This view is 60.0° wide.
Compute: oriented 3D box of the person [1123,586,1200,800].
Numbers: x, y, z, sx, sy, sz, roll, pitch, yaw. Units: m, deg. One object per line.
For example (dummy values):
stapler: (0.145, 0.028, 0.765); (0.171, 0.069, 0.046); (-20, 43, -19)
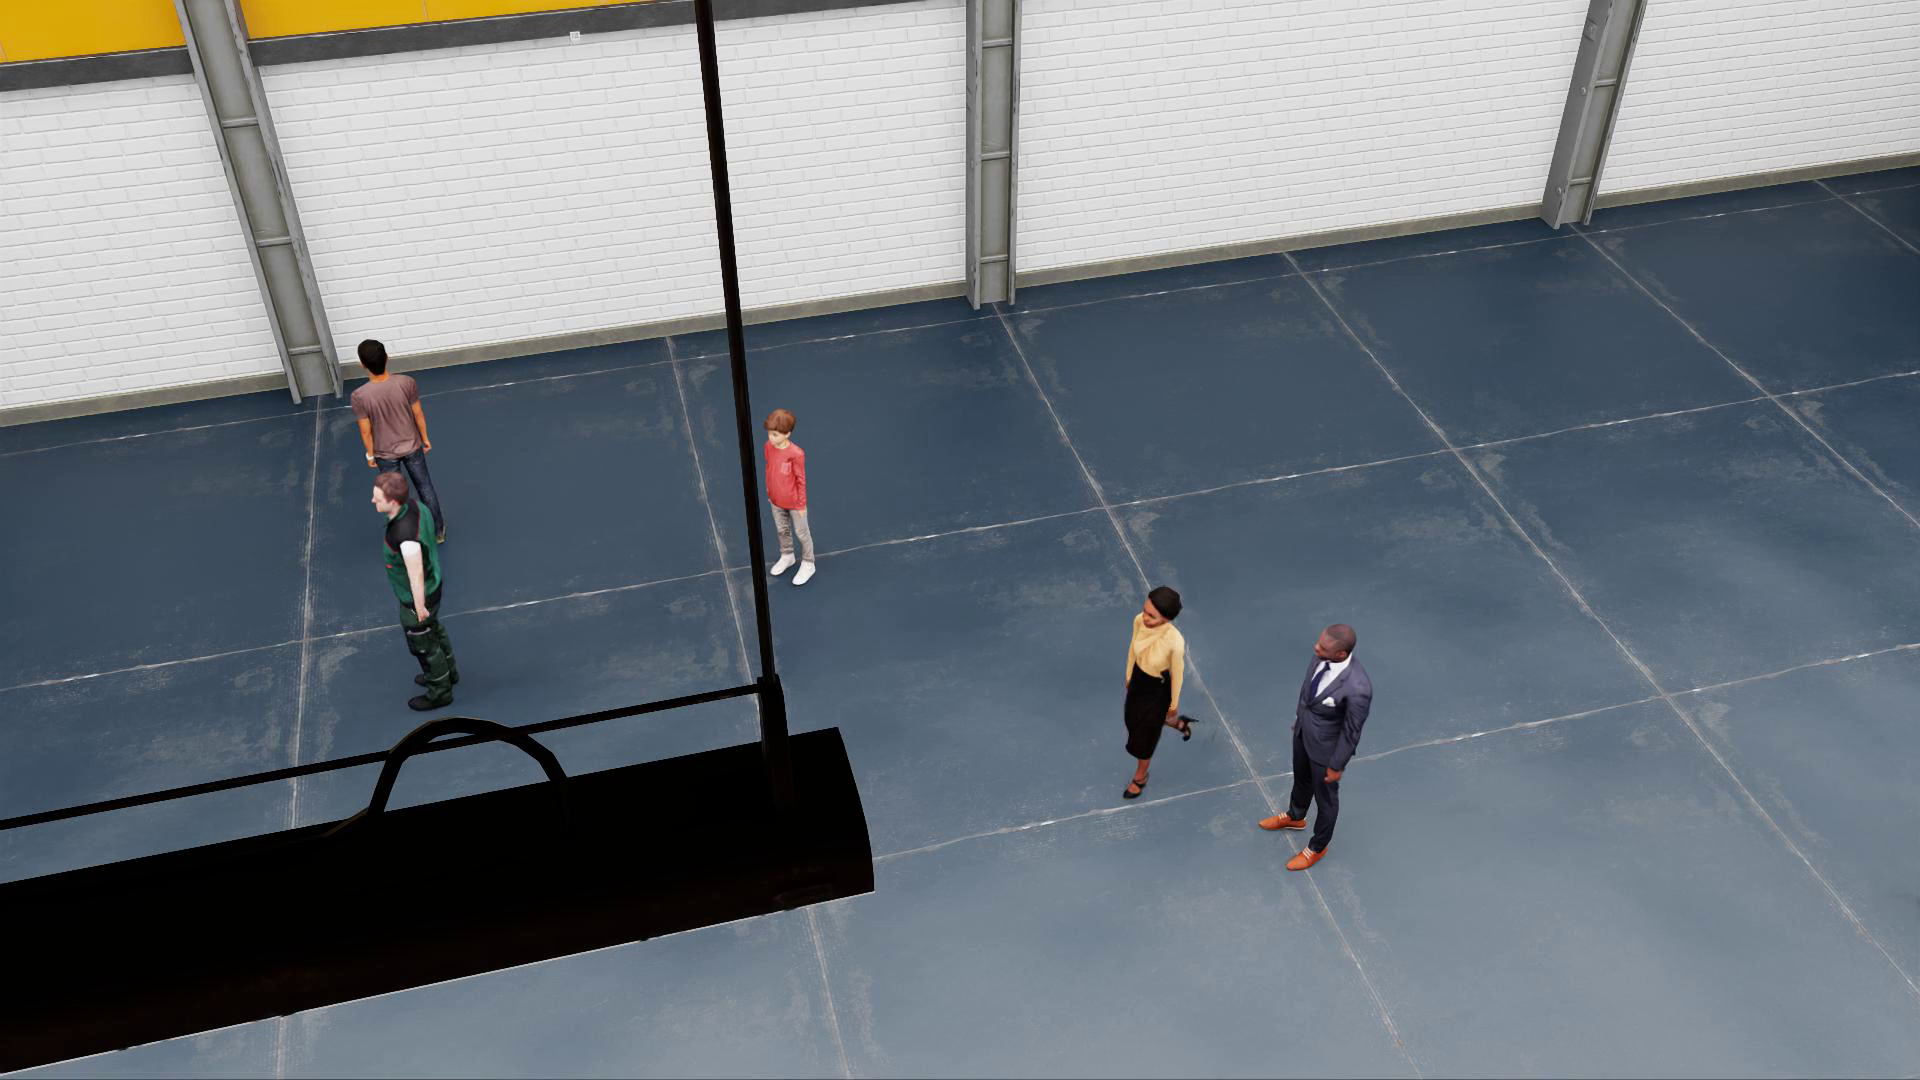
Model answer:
person: (1.251, 0.913, 10.234); (0.938, 1.637, 0.757); (-26, 45, -28)

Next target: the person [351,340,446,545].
person: (-4.087, -0.674, 12.108); (0.583, 1.778, 0.739); (-21, 43, -25)

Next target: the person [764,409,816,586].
person: (-1.231, -0.326, 11.963); (0.583, 1.416, 0.634); (22, 44, 25)

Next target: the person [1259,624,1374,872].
person: (2.129, 1.168, 9.763); (0.600, 1.825, 0.691); (-11, 40, -14)

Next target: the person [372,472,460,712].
person: (-3.523, 0.298, 10.840); (0.621, 1.841, 0.646); (-8, 39, -10)
